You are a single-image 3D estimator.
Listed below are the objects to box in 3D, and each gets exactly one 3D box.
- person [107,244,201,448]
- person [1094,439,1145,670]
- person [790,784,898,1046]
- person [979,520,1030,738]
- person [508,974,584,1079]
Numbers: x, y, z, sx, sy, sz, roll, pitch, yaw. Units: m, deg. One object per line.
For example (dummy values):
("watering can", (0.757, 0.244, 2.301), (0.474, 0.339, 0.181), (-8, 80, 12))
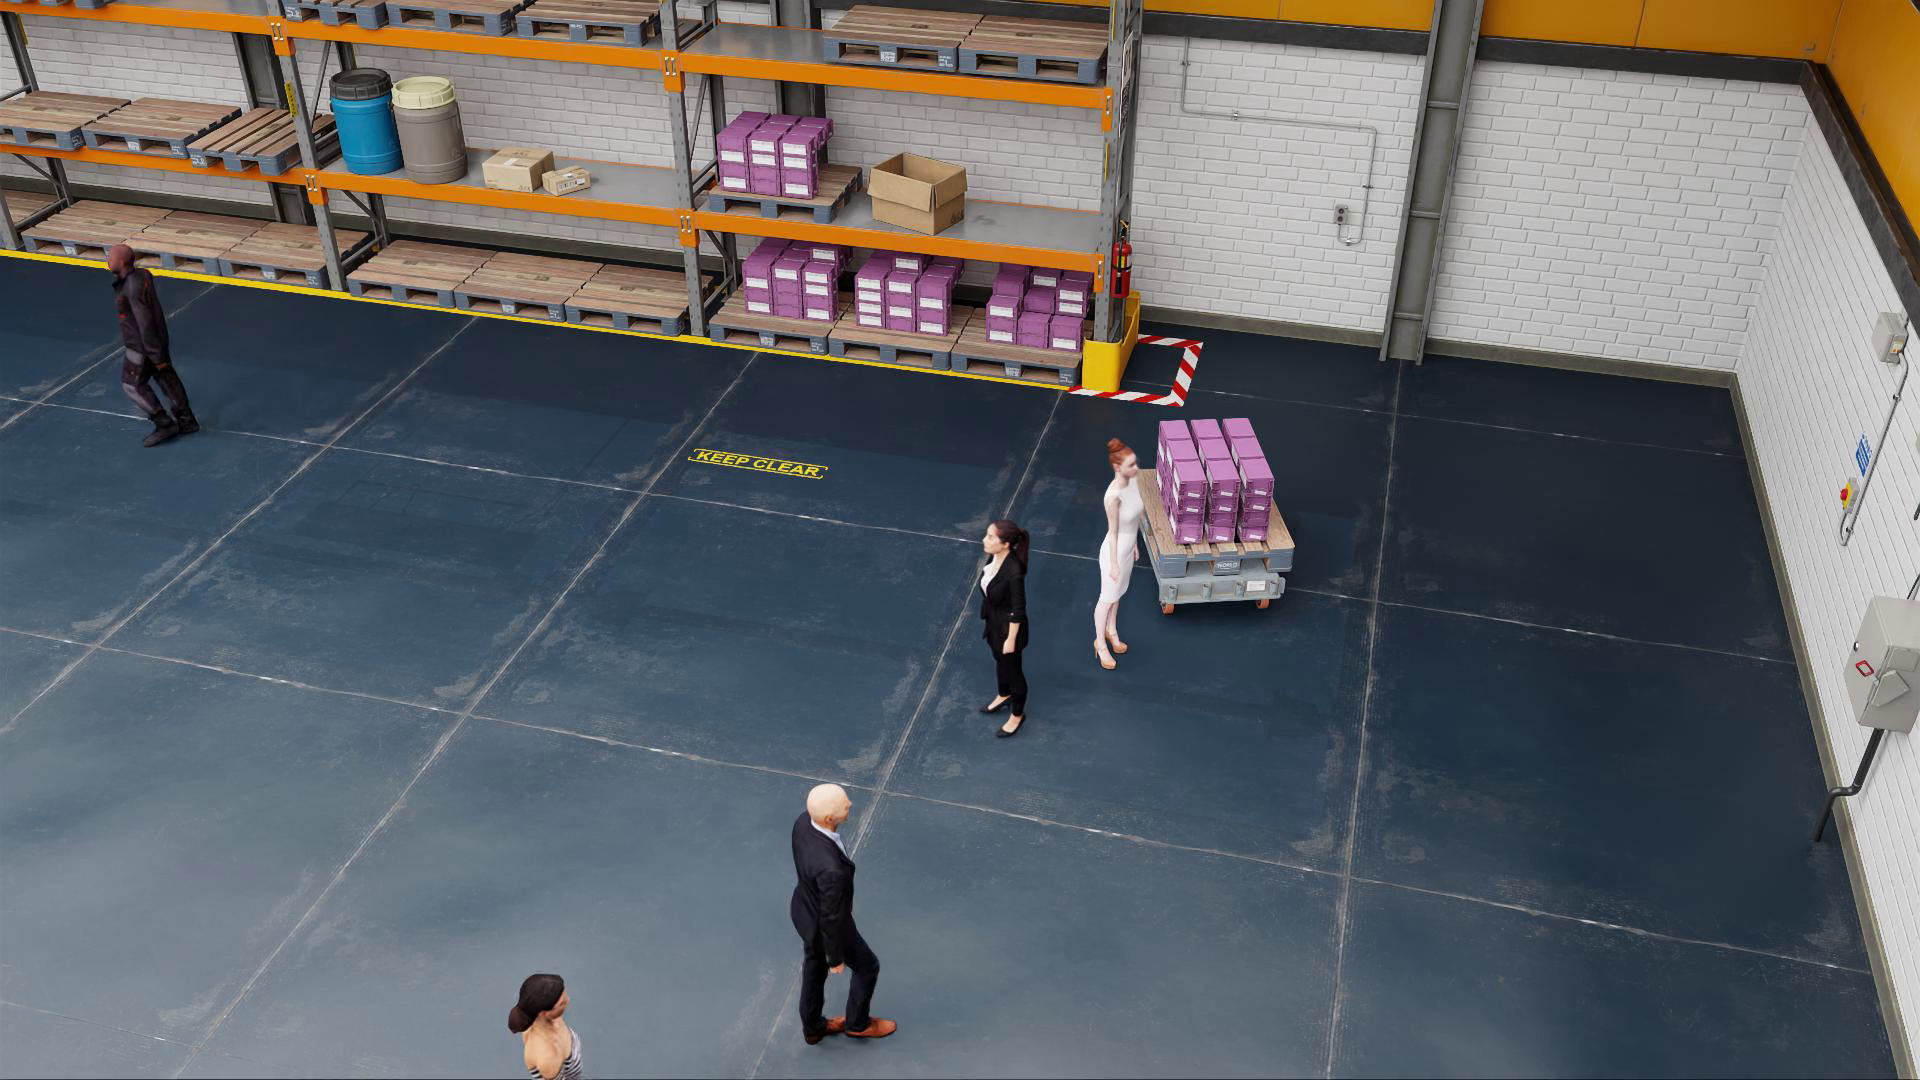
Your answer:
("person", (-6.849, -1.699, 14.239), (0.878, 1.811, 0.845), (-8, 35, -12))
("person", (1.089, 0.100, 11.551), (0.550, 1.790, 0.609), (16, 37, 23))
("person", (-0.771, 2.008, 8.682), (0.950, 1.788, 0.901), (-13, 36, -19))
("person", (0.307, 0.564, 10.971), (0.709, 1.660, 0.686), (-10, 35, -15))
("person", (-1.862, 2.662, 7.684), (0.863, 1.804, 0.878), (-8, 34, -12))
